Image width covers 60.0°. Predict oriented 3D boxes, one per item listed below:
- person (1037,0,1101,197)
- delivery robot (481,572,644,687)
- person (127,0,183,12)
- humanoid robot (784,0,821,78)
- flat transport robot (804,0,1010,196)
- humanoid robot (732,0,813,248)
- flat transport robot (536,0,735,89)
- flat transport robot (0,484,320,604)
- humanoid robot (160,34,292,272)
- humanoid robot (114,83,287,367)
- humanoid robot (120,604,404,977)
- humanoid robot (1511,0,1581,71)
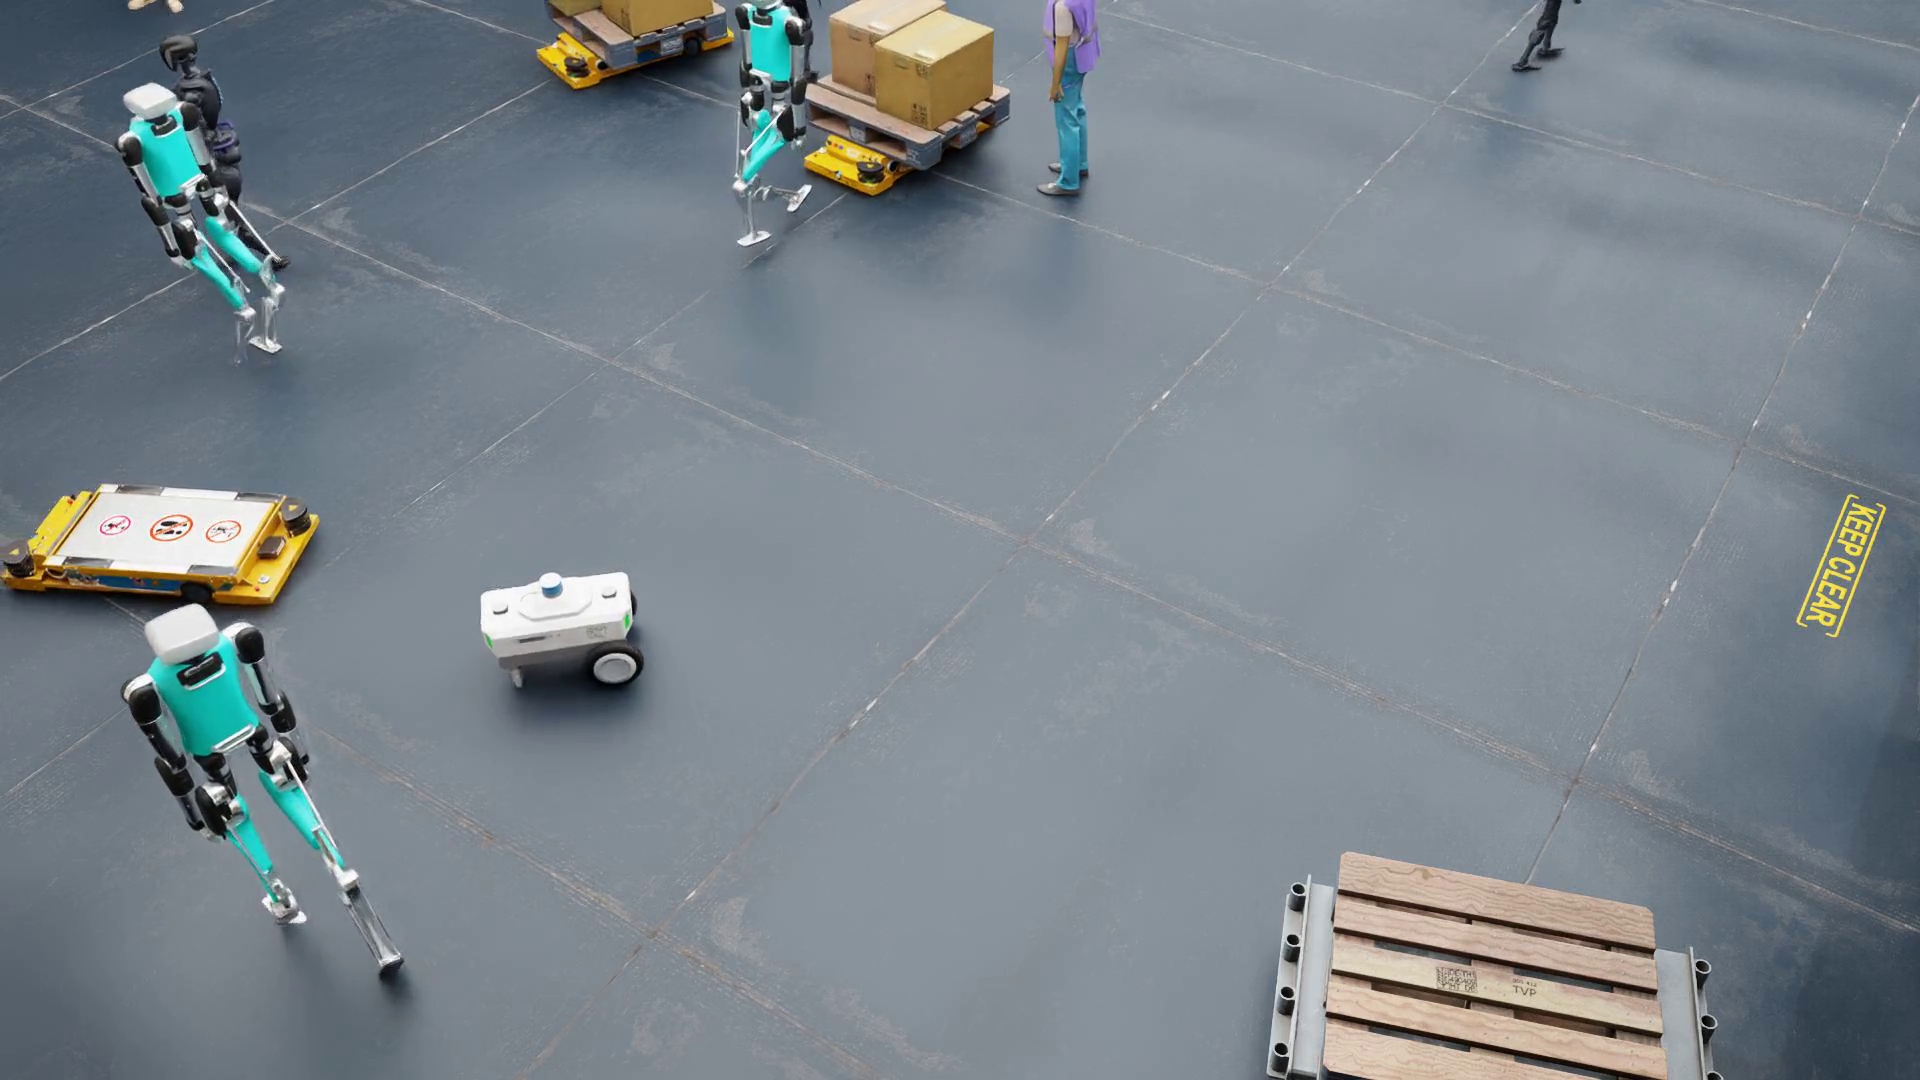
[{"bbox_3d":[0.736,-3.196,11.186,0.396,1.836,0.559,10,43,12],"label":"person"},{"bbox_3d":[-1.913,0.413,8.117,0.785,0.614,0.499,-8,42,-9],"label":"delivery robot"},{"bbox_3d":[-6.726,-5.134,13.437,0.568,1.722,0.291,3,42,3],"label":"person"},{"bbox_3d":[-1.342,-4.208,12.430,0.605,1.656,0.325,8,42,9],"label":"humanoid robot"},{"bbox_3d":[-0.413,-2.954,12.085,0.659,0.231,1.431,28,49,28],"label":"flat transport robot"},{"bbox_3d":[-1.309,-2.659,10.660,0.548,1.729,1.027,27,48,27],"label":"humanoid robot"},{"bbox_3d":[-2.578,-3.973,13.225,1.431,0.231,0.659,-26,48,-26],"label":"flat transport robot"},{"bbox_3d":[-4.202,0.019,8.758,1.431,0.231,0.659,4,42,4],"label":"flat transport robot"},{"bbox_3d":[-4.626,-2.374,10.395,0.524,1.665,0.584,-15,44,-16],"label":"humanoid robot"},{"bbox_3d":[-4.268,-1.745,9.641,0.692,1.809,0.545,18,45,19],"label":"humanoid robot"},{"bbox_3d":[-2.606,1.105,6.455,0.933,1.781,0.543,31,50,30],"label":"humanoid robot"},{"bbox_3d":[4.608,-4.385,12.636,0.561,1.641,0.609,-11,43,-12],"label":"humanoid robot"}]
